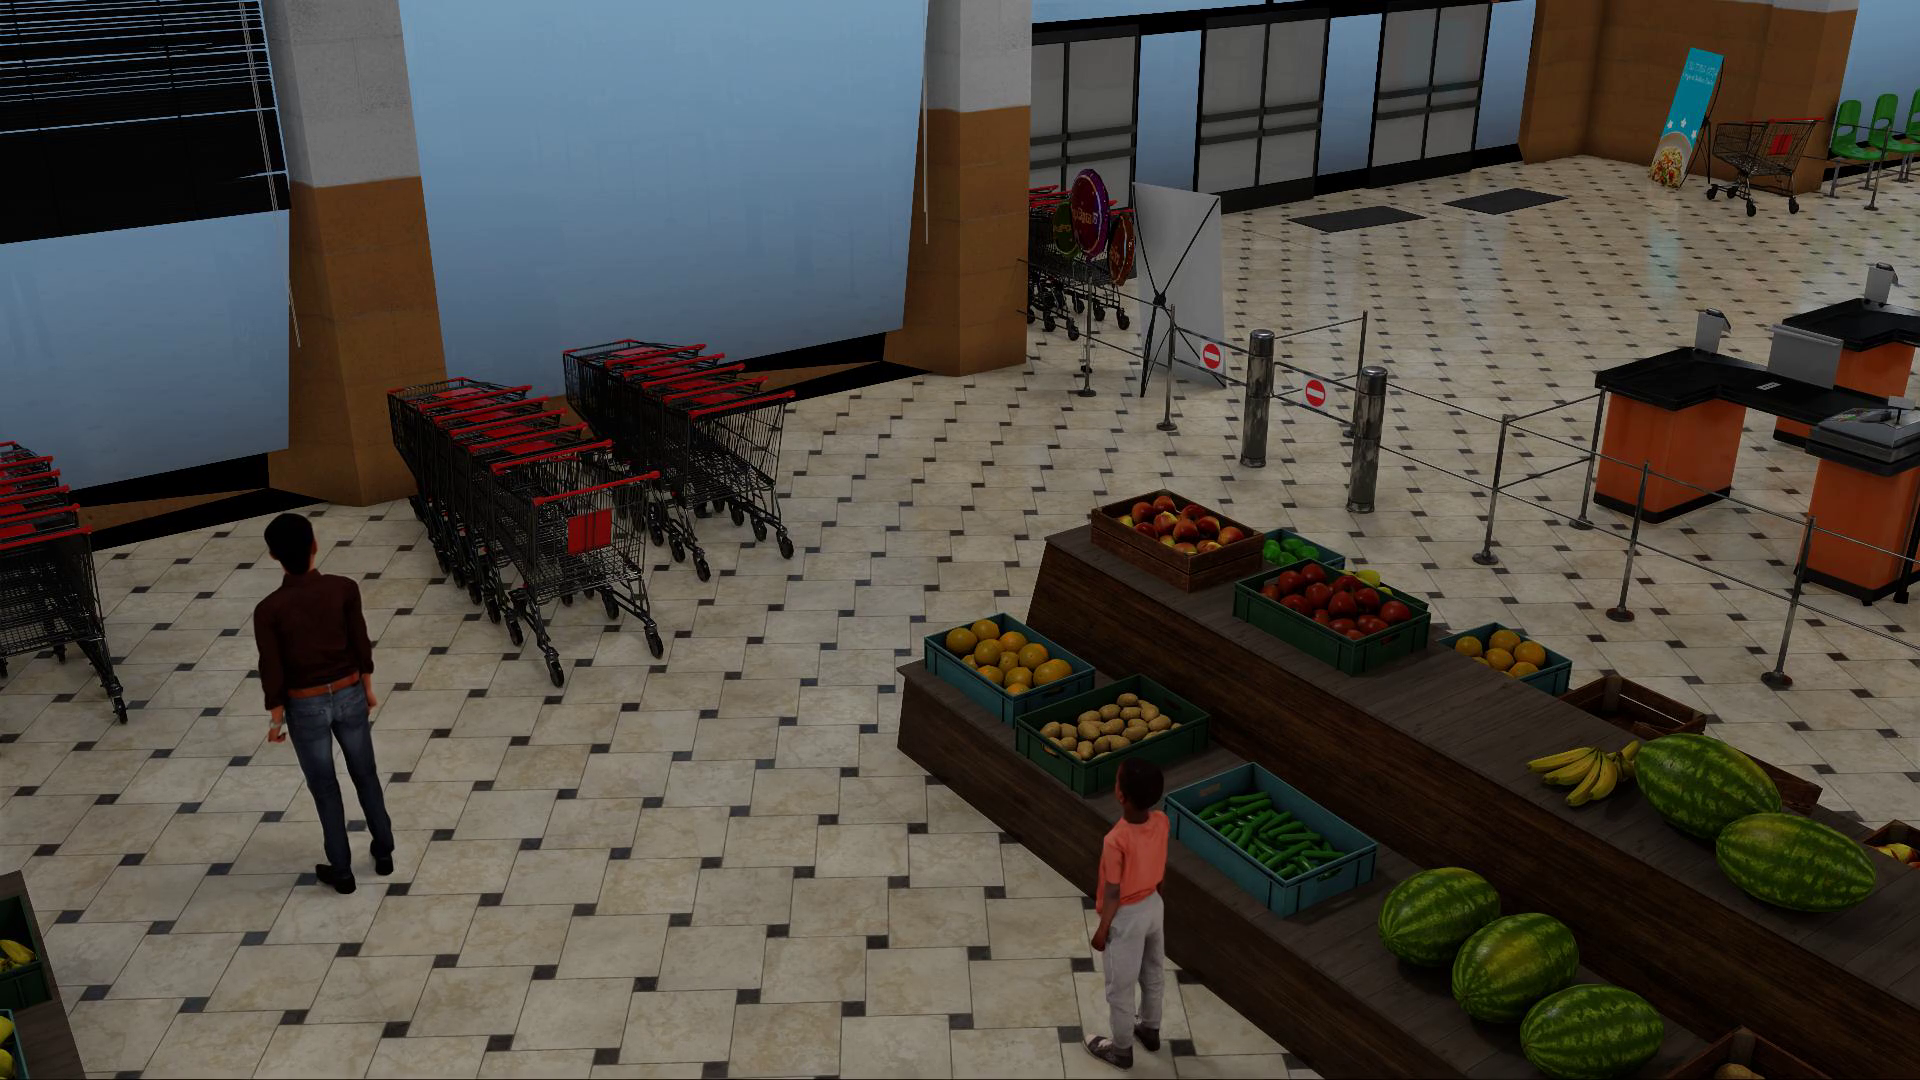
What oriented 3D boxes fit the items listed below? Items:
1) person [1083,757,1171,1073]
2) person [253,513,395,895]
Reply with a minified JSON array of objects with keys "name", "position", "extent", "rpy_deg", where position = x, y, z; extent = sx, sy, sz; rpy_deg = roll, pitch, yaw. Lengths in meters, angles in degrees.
[{"name":"person","position":[0.654,1.402,6.255],"extent":[0.499,1.310,0.468],"rpy_deg":[-17,29,-34]},{"name":"person","position":[-2.749,0.719,7.232],"extent":[0.663,1.778,0.547],"rpy_deg":[-19,30,-37]}]
